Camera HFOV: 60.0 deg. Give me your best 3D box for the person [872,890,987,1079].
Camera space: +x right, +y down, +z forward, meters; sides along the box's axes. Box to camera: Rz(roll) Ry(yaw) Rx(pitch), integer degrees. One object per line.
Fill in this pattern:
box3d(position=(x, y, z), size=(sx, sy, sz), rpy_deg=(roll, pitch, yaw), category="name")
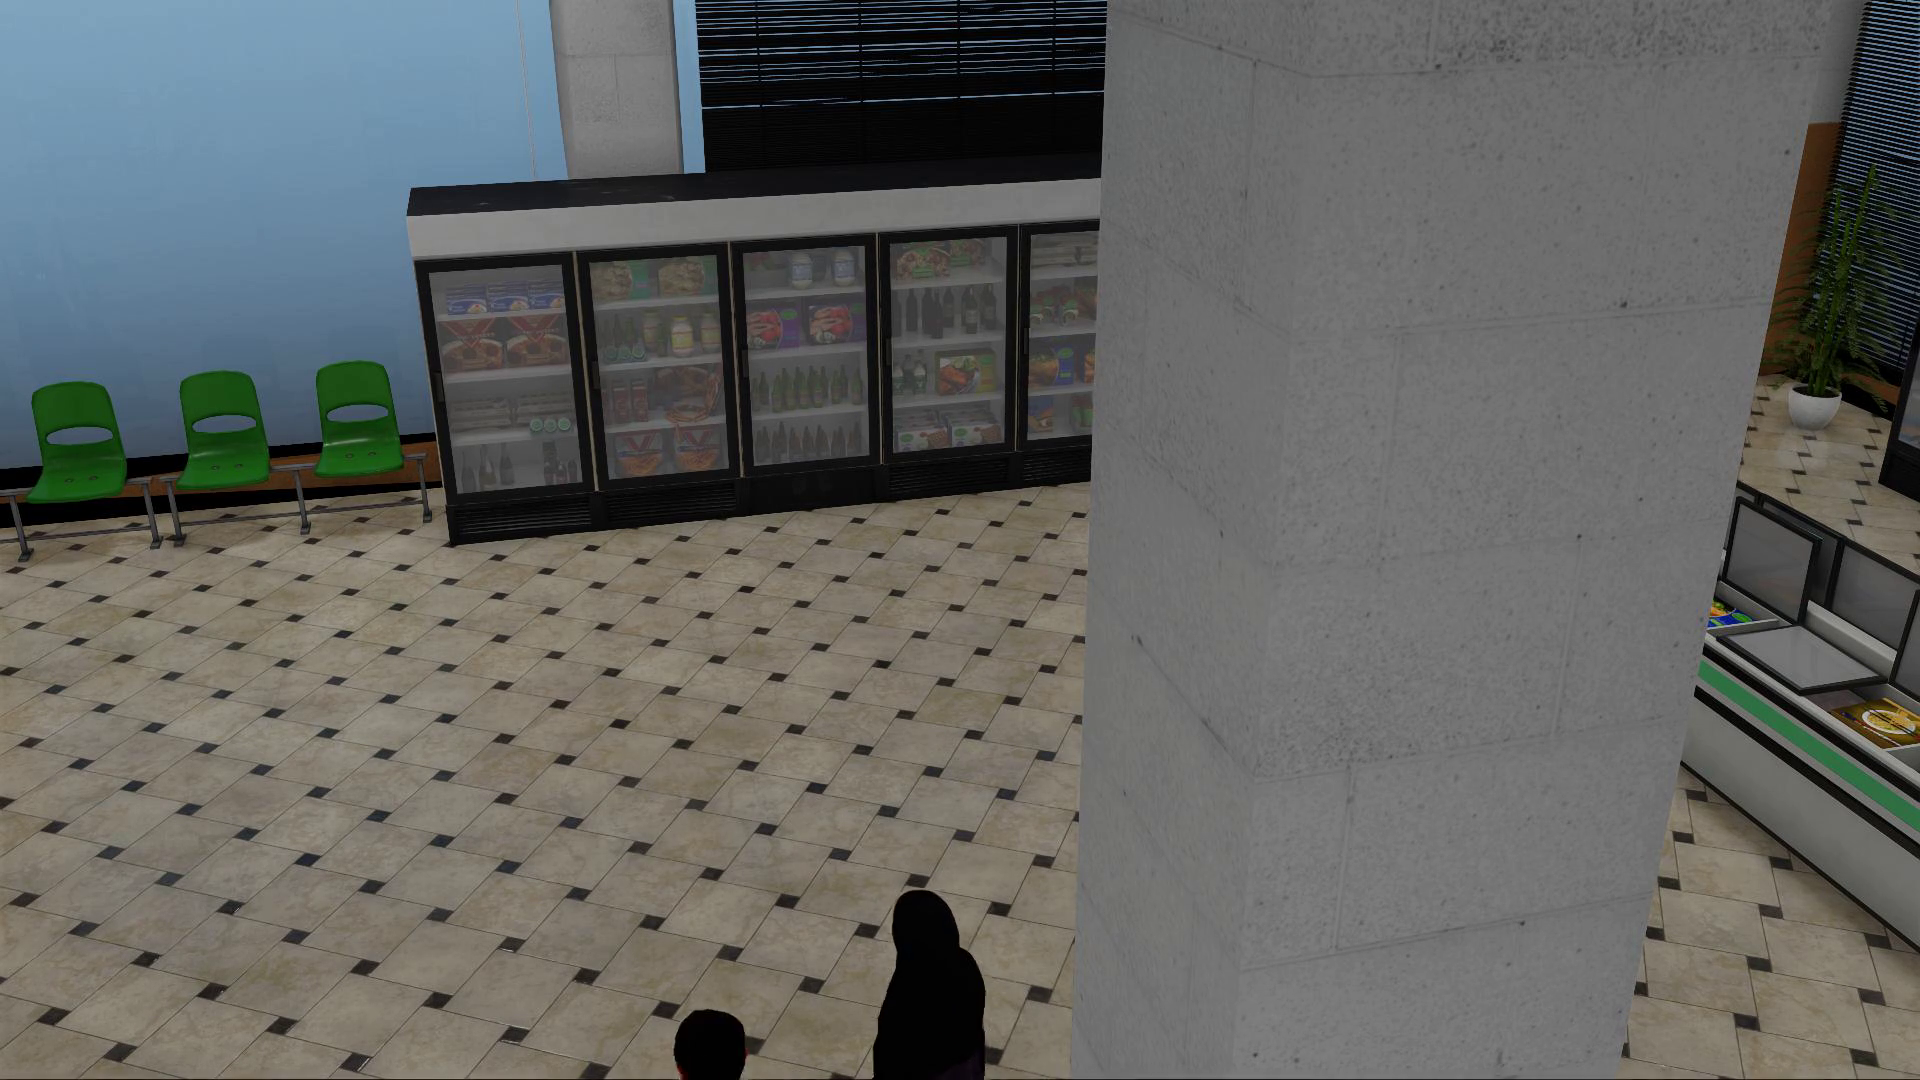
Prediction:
box3d(position=(-0.039, 1.862, 5.359), size=(1.103, 1.594, 0.929), rpy_deg=(21, 31, 40), category="person")
